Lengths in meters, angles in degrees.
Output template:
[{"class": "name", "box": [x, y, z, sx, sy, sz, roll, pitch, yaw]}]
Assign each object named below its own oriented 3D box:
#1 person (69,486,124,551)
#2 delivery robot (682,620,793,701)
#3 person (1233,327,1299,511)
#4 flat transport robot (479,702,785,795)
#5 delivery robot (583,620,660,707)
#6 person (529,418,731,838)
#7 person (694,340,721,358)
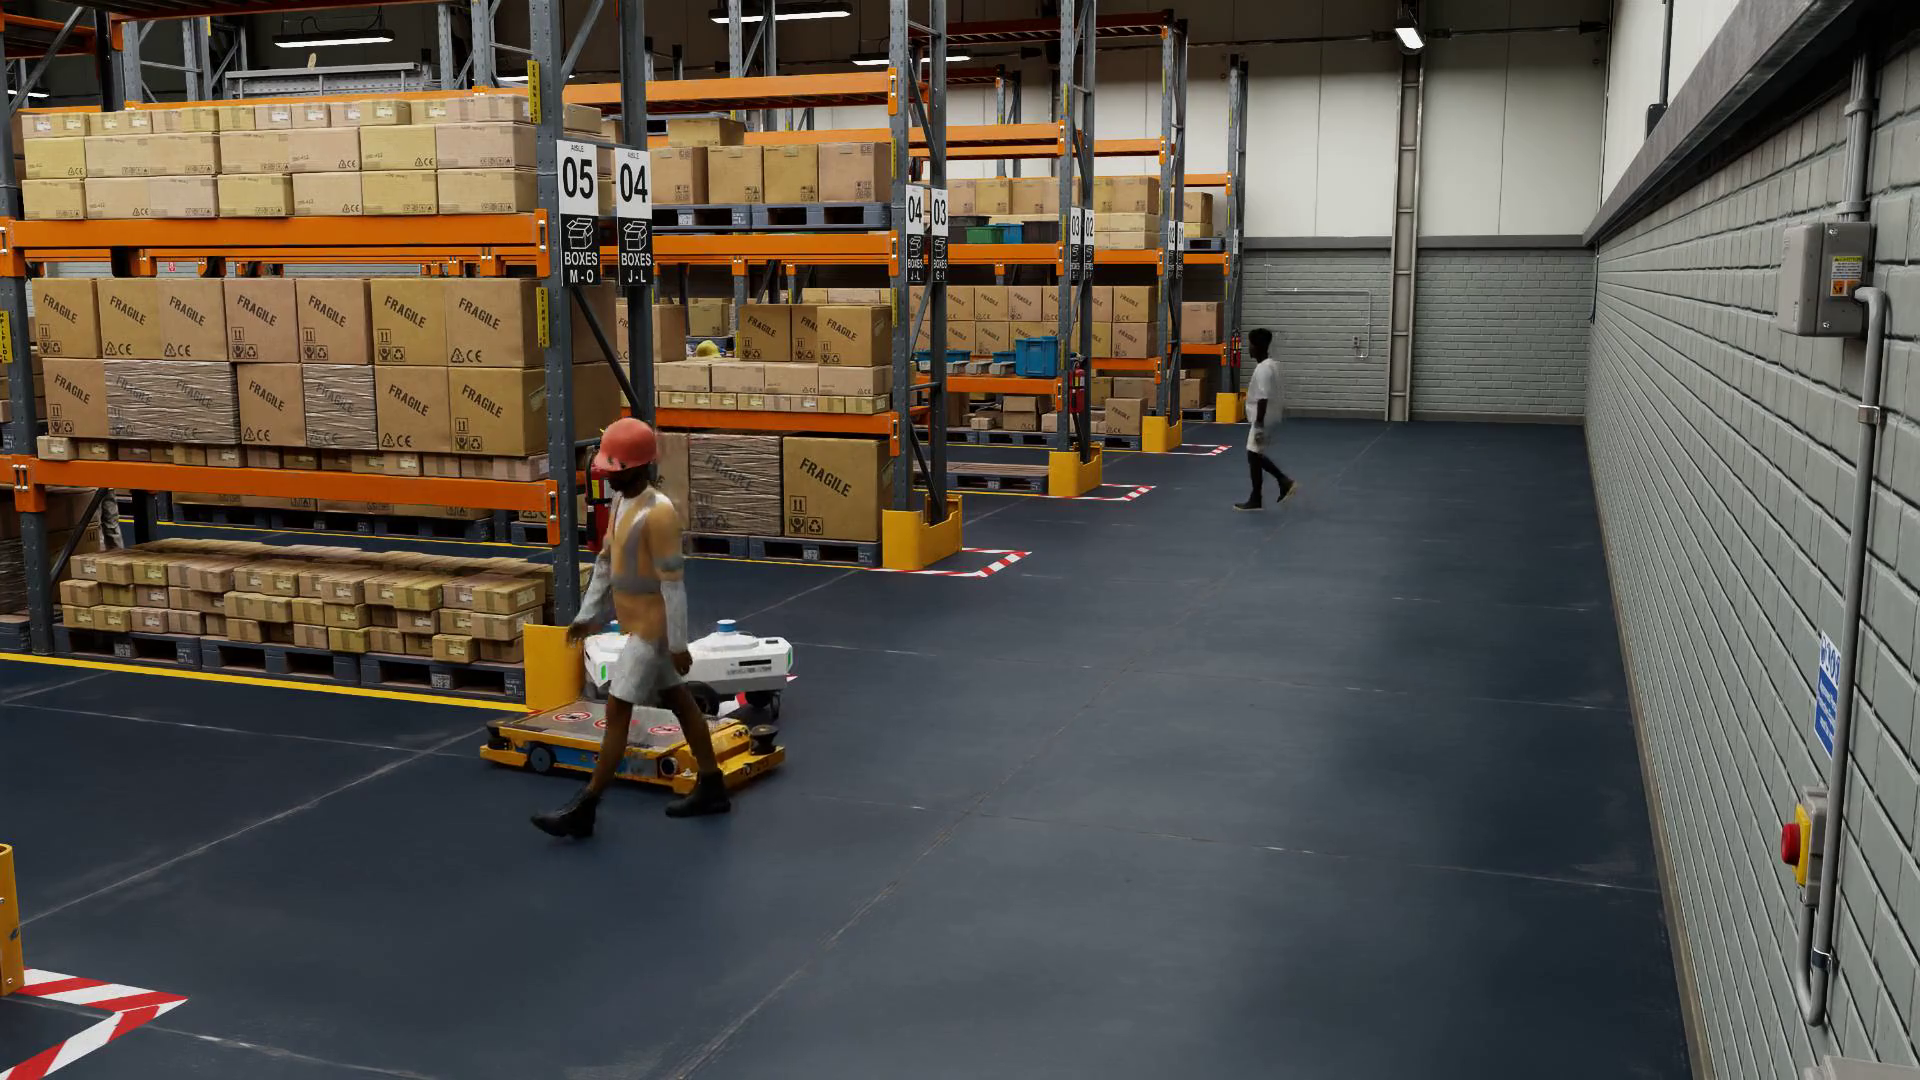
[{"class": "person", "box": [-6.780, -0.384, 13.006, 0.318, 1.630, 0.513, 1, 9, 5]}, {"class": "delivery robot", "box": [-1.305, 0.691, 9.339, 0.707, 0.478, 0.477, -3, 10, -19]}, {"class": "person", "box": [3.222, -1.264, 17.494, 0.560, 1.945, 0.626, 2, 9, 15]}, {"class": "flat transport robot", "box": [-1.665, 1.026, 8.421, 1.431, 0.197, 0.652, 4, 10, 27]}, {"class": "delivery robot", "box": [-1.904, 0.692, 9.336, 0.477, 0.478, 0.707, -3, 10, -20]}, {"class": "person", "box": [-1.453, 0.386, 7.428, 0.946, 1.876, 0.568, -4, 10, -23]}, {"class": "person", "box": [-2.533, -1.090, 16.773, 0.404, 1.833, 0.588, 5, 10, 28]}]
